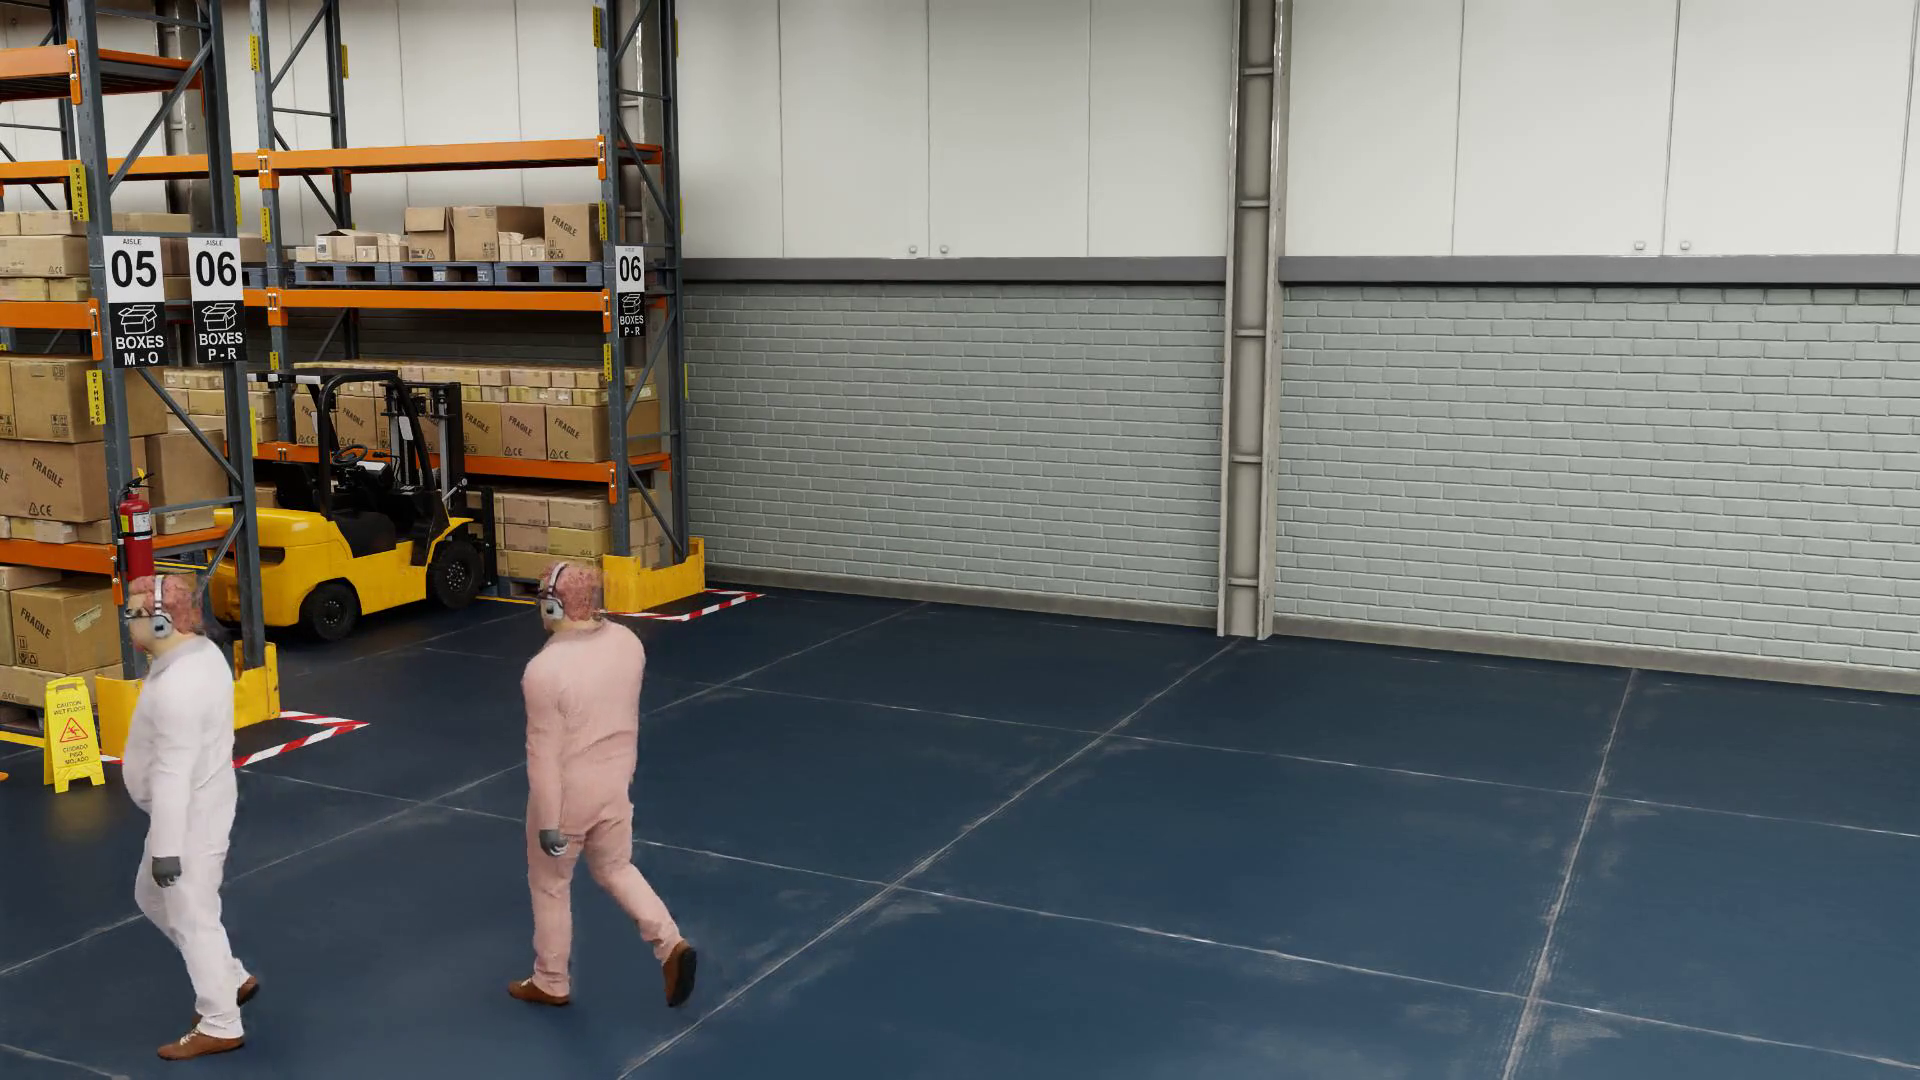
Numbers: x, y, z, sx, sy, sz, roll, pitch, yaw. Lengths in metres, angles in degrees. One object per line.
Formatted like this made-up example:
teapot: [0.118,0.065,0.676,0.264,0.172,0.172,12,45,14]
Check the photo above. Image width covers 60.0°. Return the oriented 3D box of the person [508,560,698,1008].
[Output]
person: [-1.483,1.010,6.717,0.789,1.882,0.646,6,11,33]

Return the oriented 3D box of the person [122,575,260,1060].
person: [-2.993,1.062,6.374,0.435,1.889,0.678,-3,10,-17]
